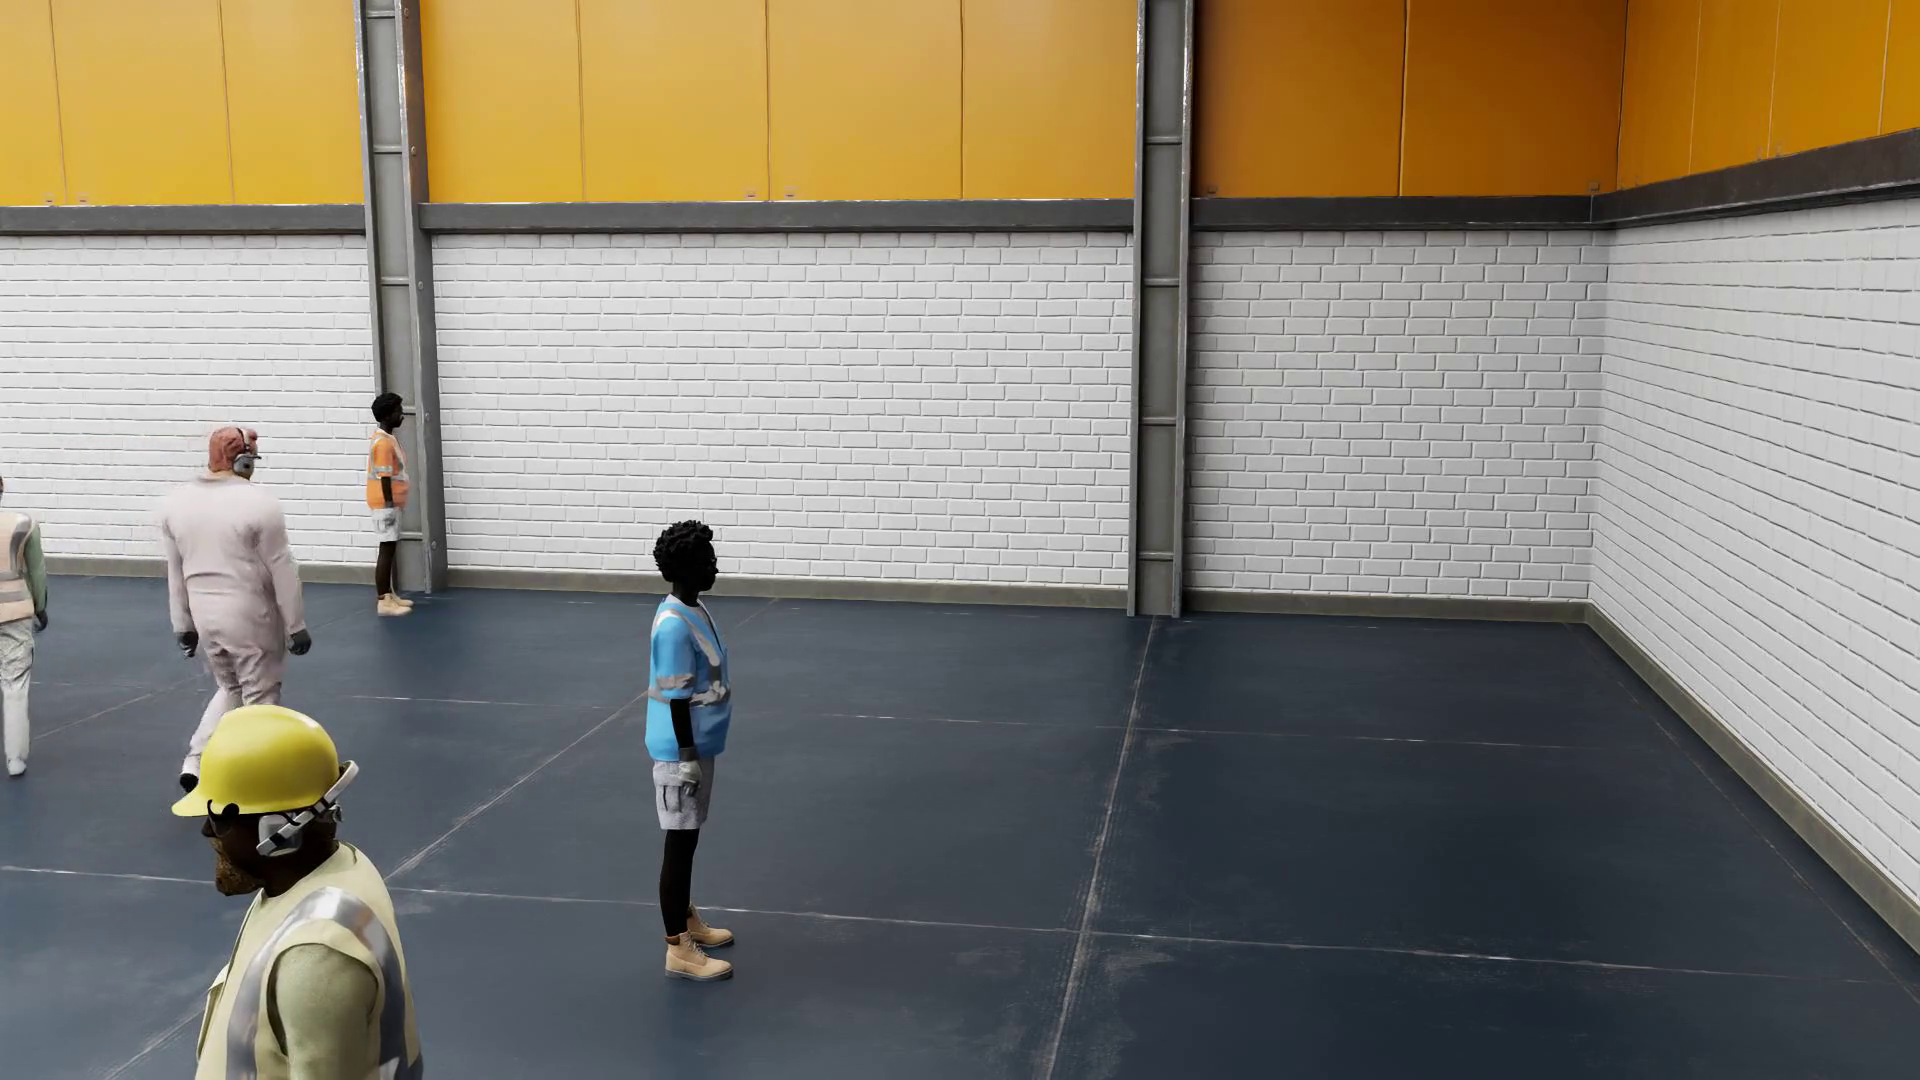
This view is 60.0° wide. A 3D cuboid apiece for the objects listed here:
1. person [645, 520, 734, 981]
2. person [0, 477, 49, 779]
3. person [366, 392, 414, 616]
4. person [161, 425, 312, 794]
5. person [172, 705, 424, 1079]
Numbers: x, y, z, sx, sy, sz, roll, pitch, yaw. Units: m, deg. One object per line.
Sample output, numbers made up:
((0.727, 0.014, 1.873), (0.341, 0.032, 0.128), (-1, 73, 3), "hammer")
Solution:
((-1.003, 0.767, 6.178), (0.318, 1.697, 0.533), (-1, 9, -5), "person")
((-5.017, 0.407, 8.640), (0.513, 1.617, 0.637), (-5, 11, -29), "person")
((-4.330, -0.273, 12.610), (0.319, 1.693, 0.536), (-3, 10, -17), "person")
((-3.458, 0.389, 7.961), (0.645, 1.880, 0.460), (3, 10, 19), "person")
((-1.216, 1.199, 3.134), (0.403, 1.824, 0.593), (-4, 10, -23), "person")
